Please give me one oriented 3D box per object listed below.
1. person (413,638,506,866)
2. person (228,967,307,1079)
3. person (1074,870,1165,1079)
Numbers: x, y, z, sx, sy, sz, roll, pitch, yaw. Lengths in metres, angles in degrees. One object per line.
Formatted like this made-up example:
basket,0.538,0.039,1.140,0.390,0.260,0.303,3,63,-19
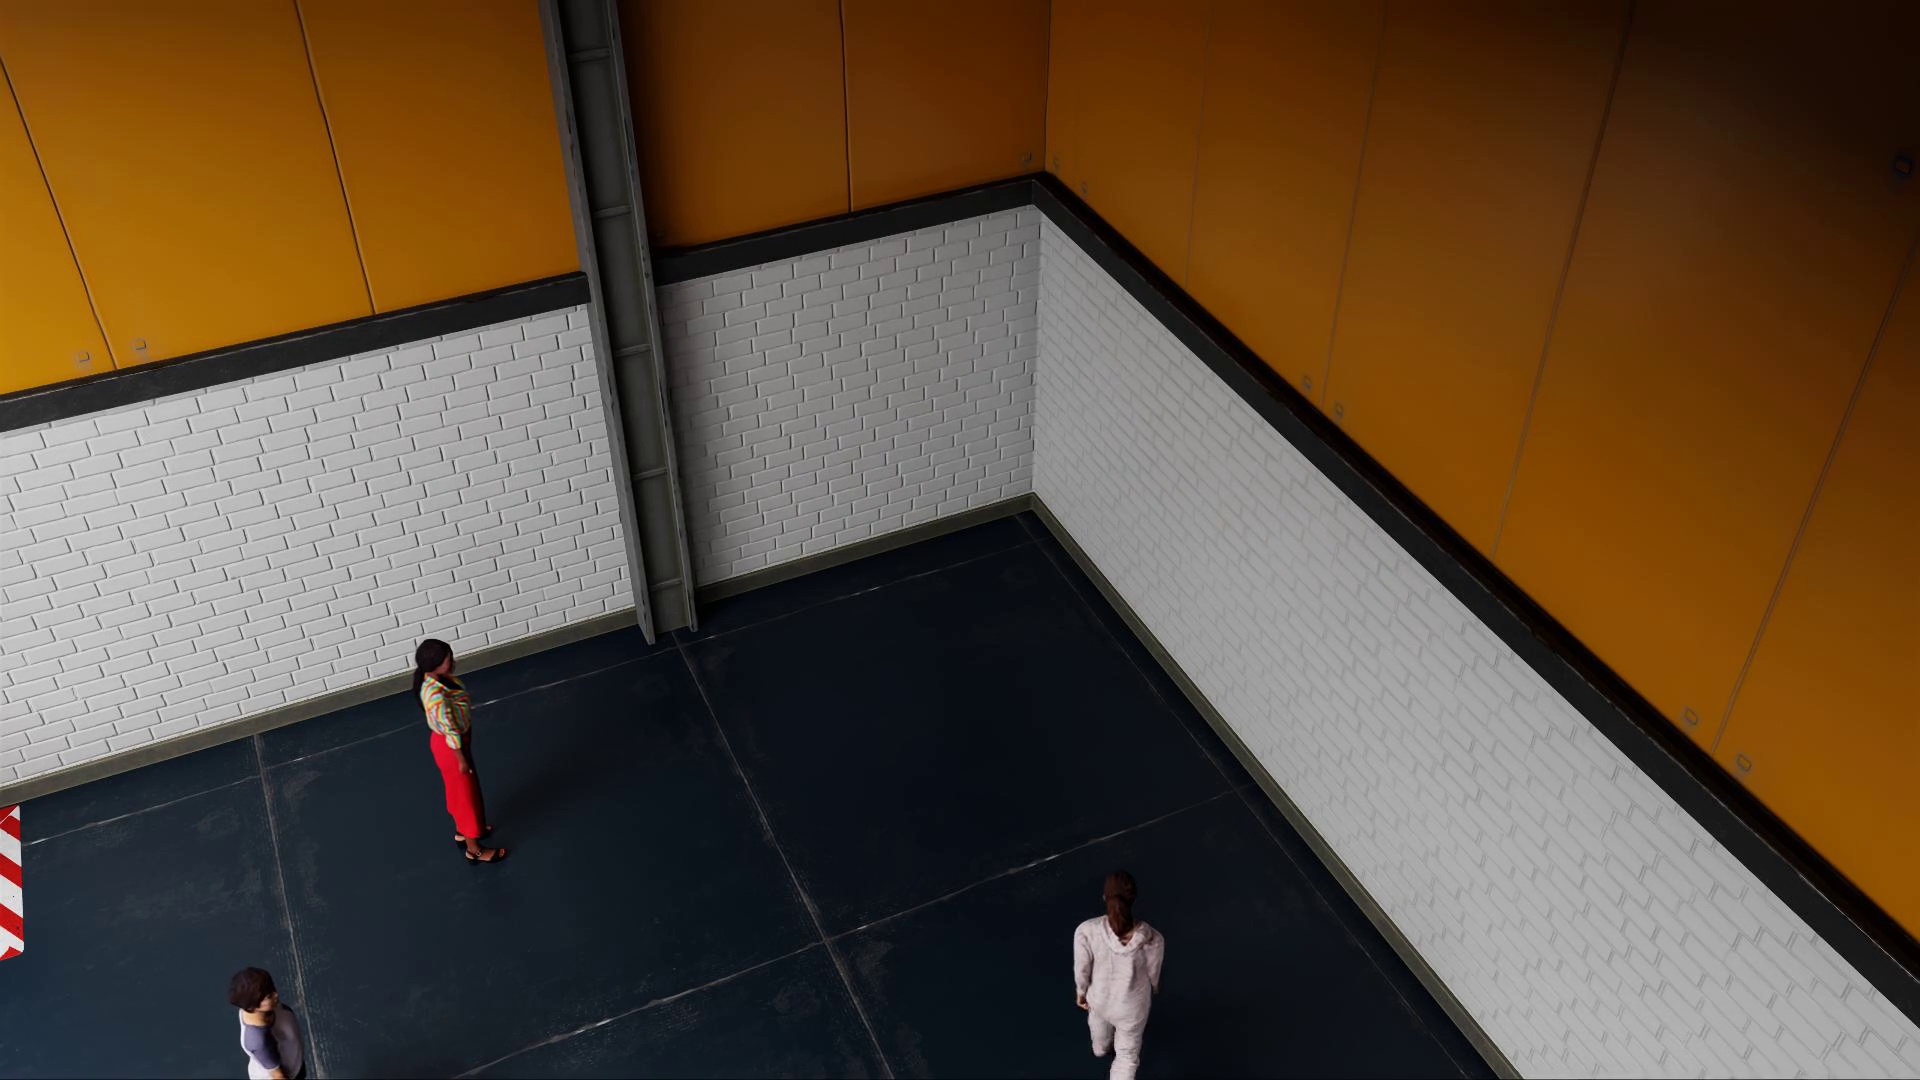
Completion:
person,-3.159,1.323,10.373,0.543,1.792,0.620,-20,43,-23
person,-3.567,2.787,8.721,0.526,1.566,0.565,-18,42,-21
person,0.846,2.503,8.999,1.068,1.661,1.087,10,40,12
